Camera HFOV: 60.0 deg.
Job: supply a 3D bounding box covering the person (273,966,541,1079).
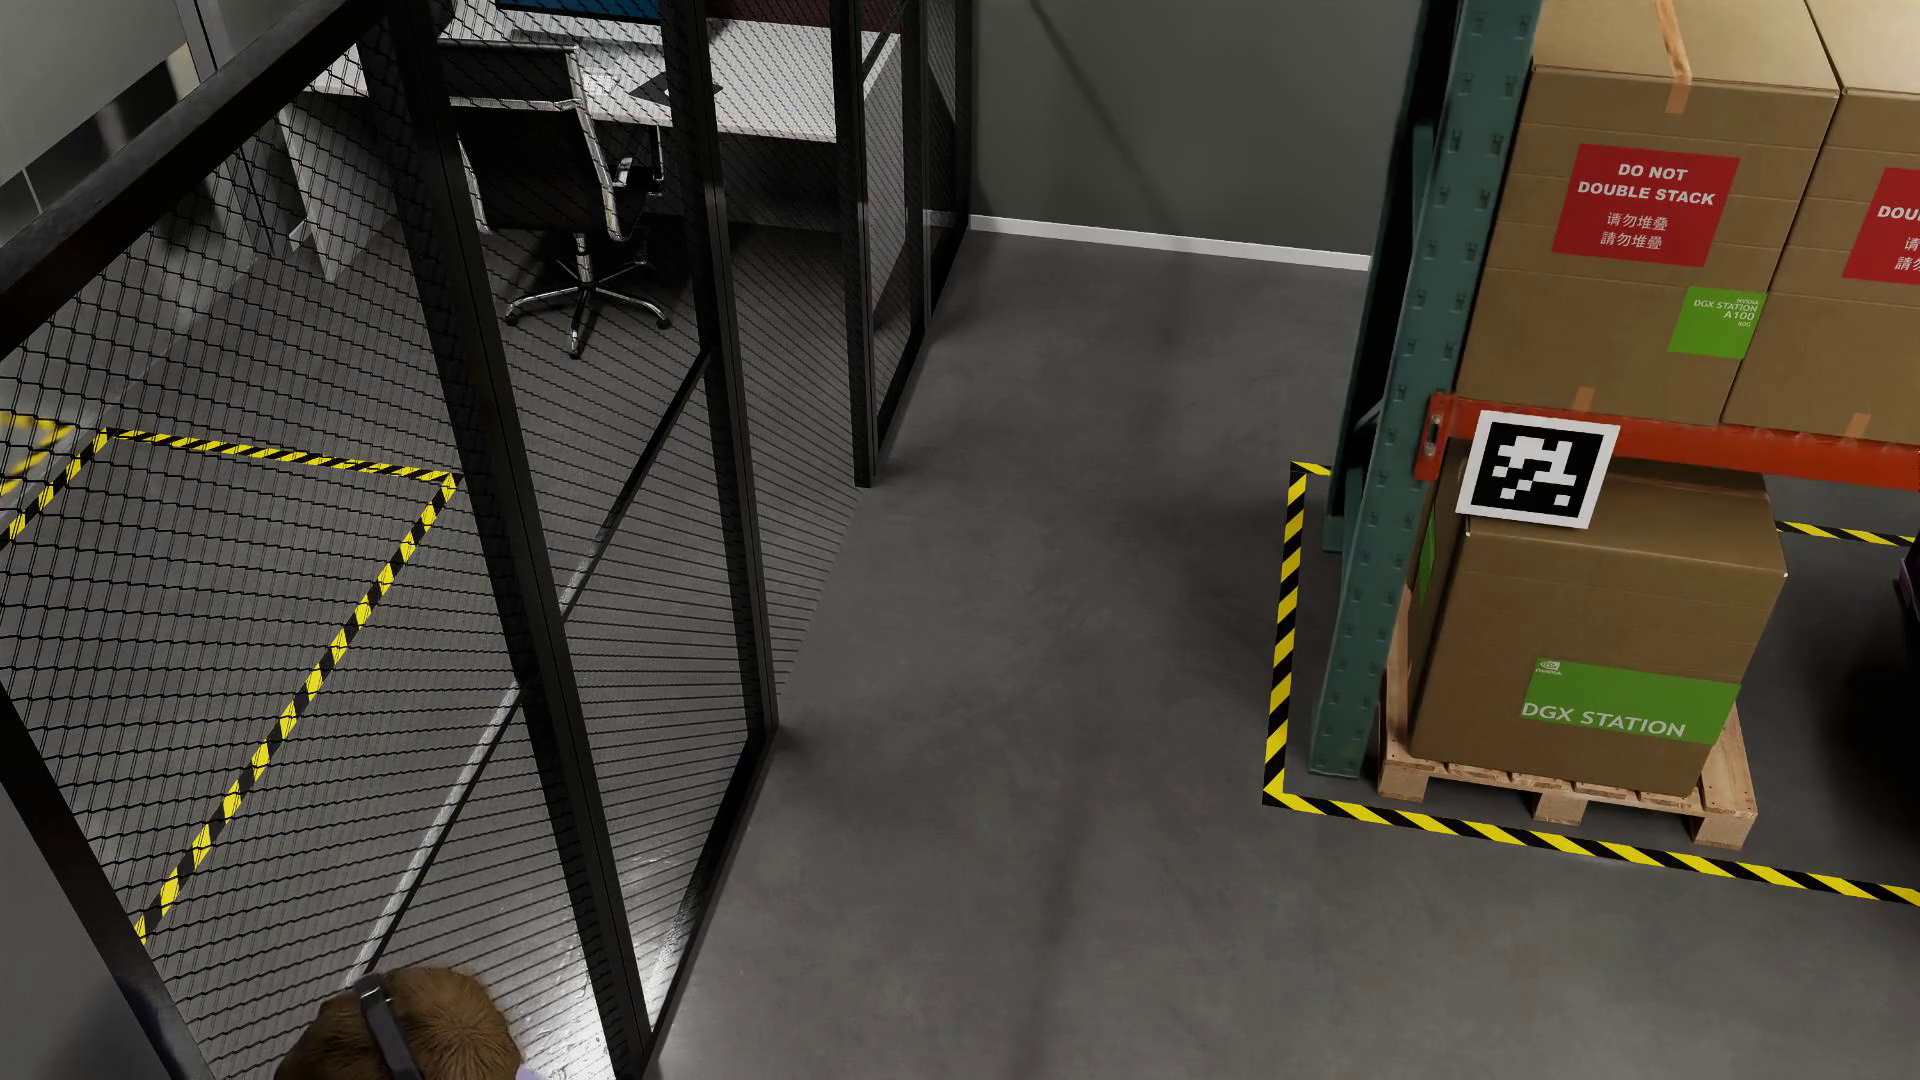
[{"bbox_3d":[-0.526,1.152,2.173,0.630,1.938,0.372,19,44,20],"label":"person"}]
